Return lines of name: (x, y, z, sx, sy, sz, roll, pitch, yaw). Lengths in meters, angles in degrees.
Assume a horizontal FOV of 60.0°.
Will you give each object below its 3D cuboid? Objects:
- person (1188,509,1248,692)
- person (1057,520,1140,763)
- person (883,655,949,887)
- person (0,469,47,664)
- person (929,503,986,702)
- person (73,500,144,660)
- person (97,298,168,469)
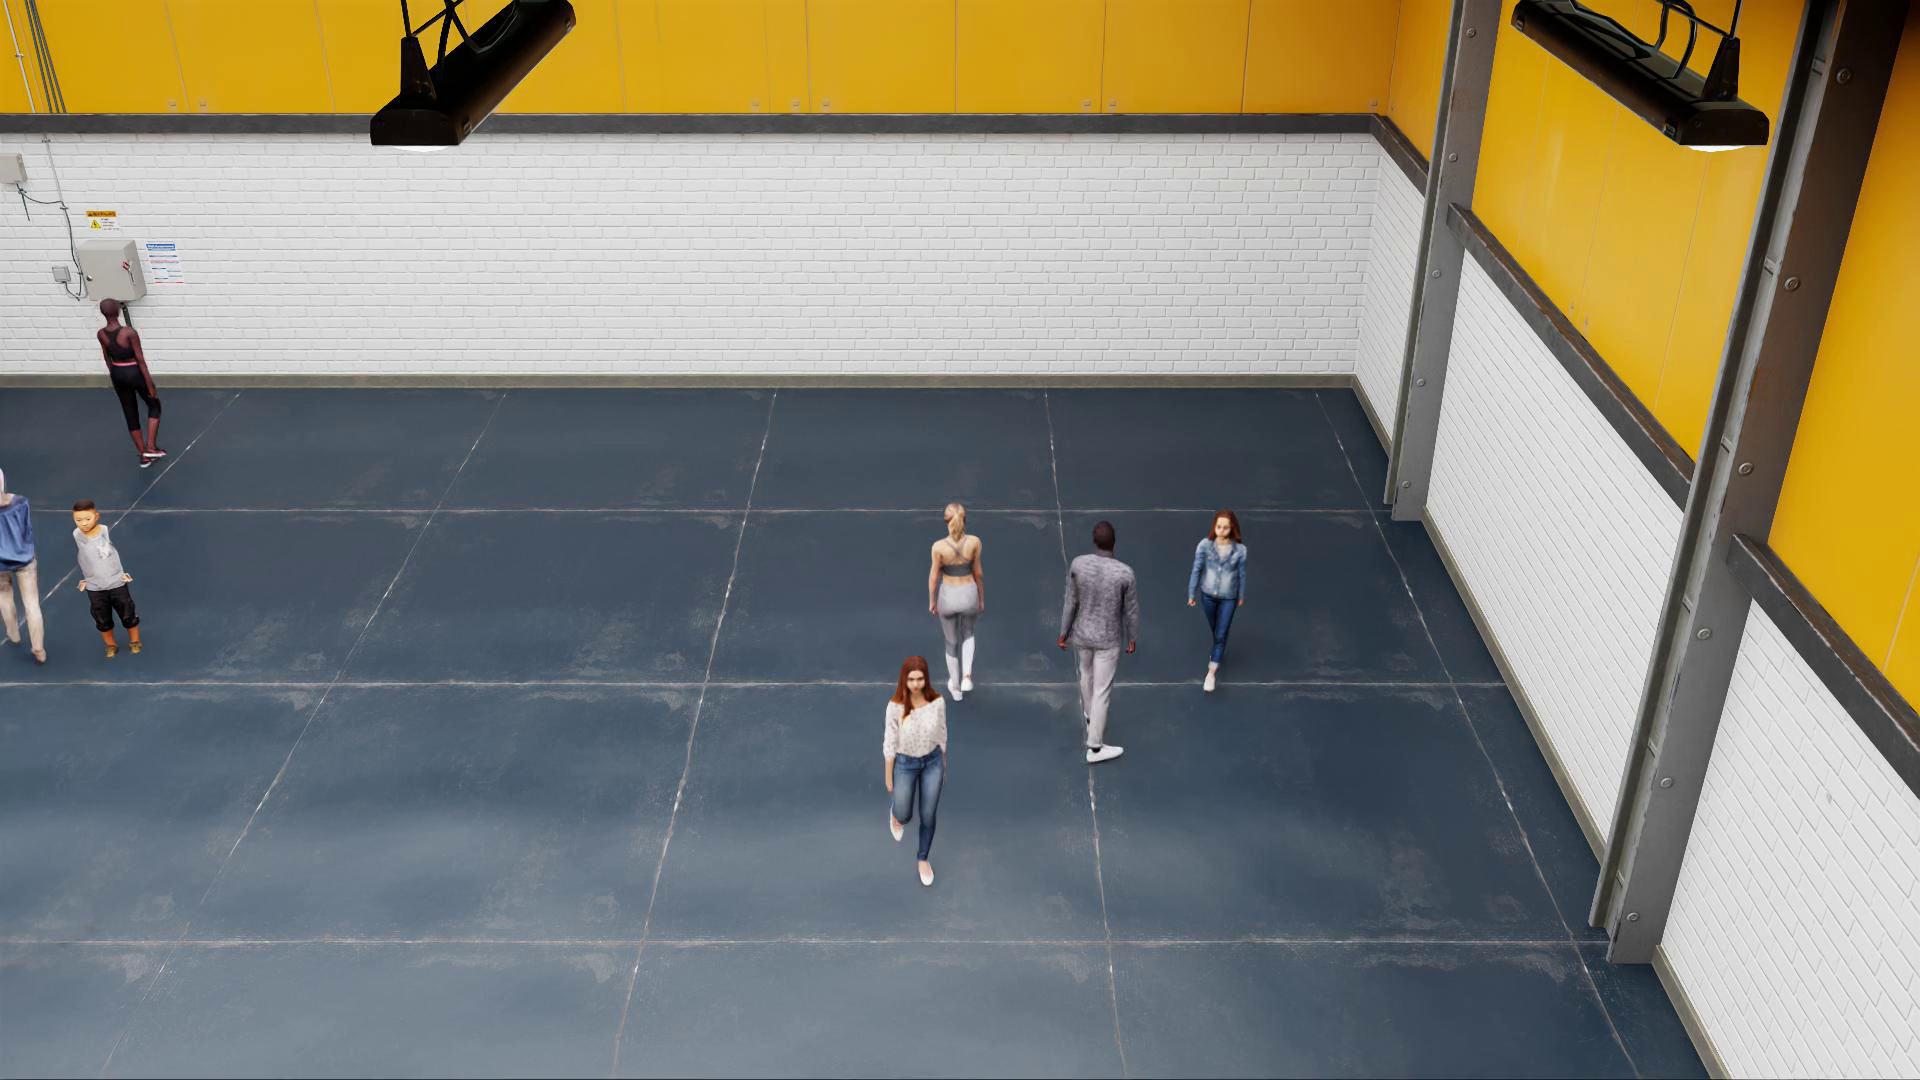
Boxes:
person: (2.068, 0.404, 13.220, 0.791, 1.440, 1.070, 9, 30, 16)
person: (0.998, 0.757, 12.184, 0.943, 1.813, 1.038, 16, 32, 27)
person: (-0.297, 1.453, 11.014, 0.685, 1.711, 0.877, -6, 29, -10)
person: (-7.557, 0.223, 13.311, 0.915, 1.672, 1.023, -20, 35, -32)
person: (0.002, 0.528, 12.730, 0.618, 1.693, 0.653, -4, 29, -7)
person: (-6.928, 0.273, 13.448, 0.625, 1.453, 0.623, -12, 31, -21)
person: (-8.237, -1.518, 16.419, 0.619, 1.752, 0.578, 1, 29, 3)
